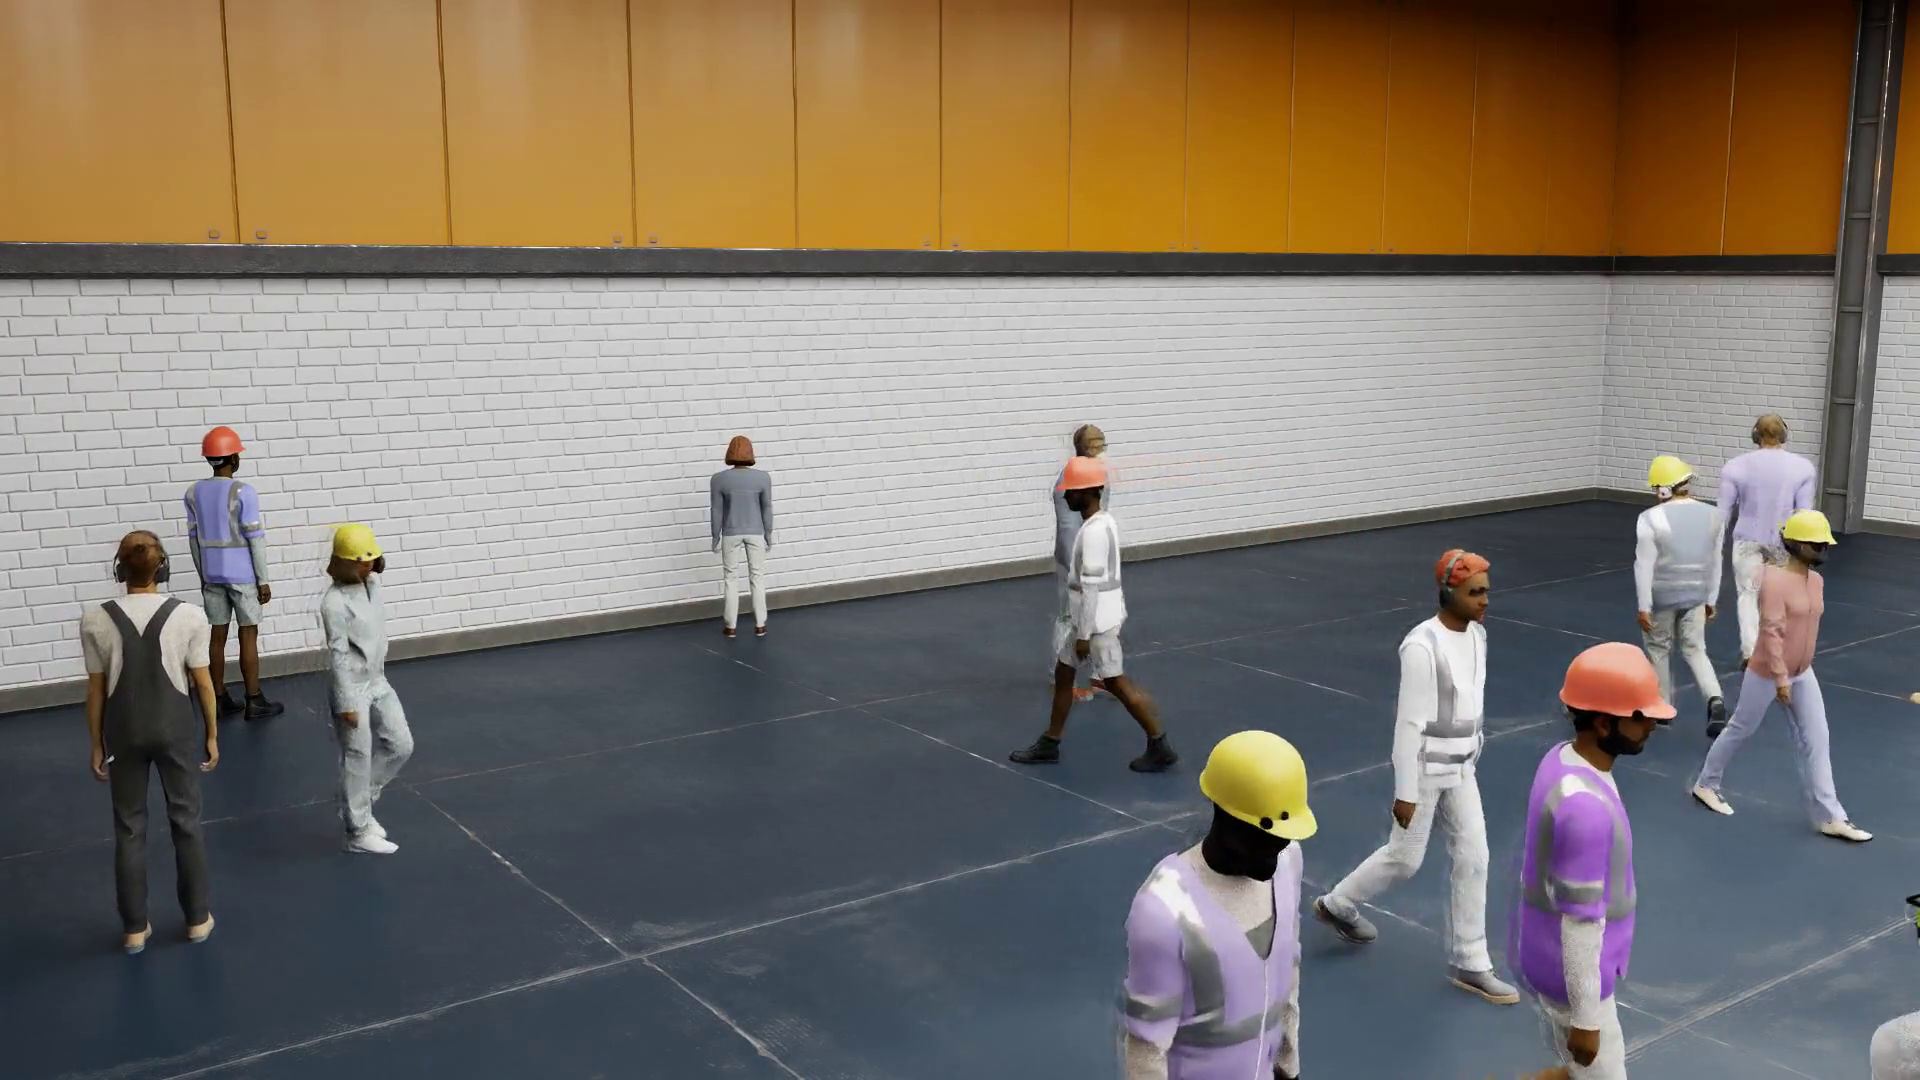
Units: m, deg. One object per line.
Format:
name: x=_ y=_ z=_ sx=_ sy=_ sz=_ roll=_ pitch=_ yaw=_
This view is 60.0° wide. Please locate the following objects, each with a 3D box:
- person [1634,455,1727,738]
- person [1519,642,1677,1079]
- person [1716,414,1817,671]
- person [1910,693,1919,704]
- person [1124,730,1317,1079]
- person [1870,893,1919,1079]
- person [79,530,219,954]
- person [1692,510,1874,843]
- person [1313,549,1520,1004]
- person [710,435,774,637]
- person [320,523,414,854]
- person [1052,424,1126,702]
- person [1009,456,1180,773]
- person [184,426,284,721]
person: x=4.548 y=0.371 z=10.466 sx=0.590 sy=1.796 sz=0.721 roll=-1 pitch=9 yaw=-7
person: x=1.739 y=1.222 z=4.823 sx=0.551 sy=1.918 sz=0.559 roll=3 pitch=10 yaw=15
person: x=5.937 y=0.014 z=12.330 sx=0.651 sy=1.906 sz=0.843 roll=3 pitch=10 yaw=18
person: x=6.736 y=0.223 z=11.230 sx=0.633 sy=1.839 sz=0.429 roll=-4 pitch=10 yaw=-25
person: x=0.611 y=1.348 z=4.130 sx=0.632 sy=1.887 sz=0.622 roll=-8 pitch=12 yaw=-42
person: x=1.984 y=1.494 z=3.433 sx=0.542 sy=1.814 sz=0.962 roll=-1 pitch=9 yaw=-7
person: x=-3.504 y=0.871 z=7.232 sx=0.514 sy=1.844 sz=0.362 roll=-4 pitch=10 yaw=-21
person: x=4.340 y=0.685 z=8.776 sx=0.533 sy=1.716 sz=0.948 roll=-5 pitch=10 yaw=-28
person: x=1.894 y=0.932 z=6.881 sx=0.606 sy=1.853 sz=0.880 roll=-8 pitch=12 yaw=-41
person: x=-1.752 y=-0.029 z=13.419 sx=0.505 sy=1.631 sz=0.273 roll=-2 pitch=9 yaw=-10
person: x=-2.980 y=0.752 z=8.308 sx=0.378 sy=1.718 sz=0.518 roll=1 pitch=9 yaw=8
person: x=0.921 y=0.173 z=11.294 sx=0.678 sy=1.914 sz=0.650 roll=6 pitch=11 yaw=33
person: x=0.832 y=0.446 z=9.751 sx=0.995 sy=1.887 sz=0.547 roll=1 pitch=9 yaw=5
person: x=-4.775 y=0.222 z=10.919 sx=0.545 sy=1.943 sz=0.347 roll=2 pitch=9 yaw=14
